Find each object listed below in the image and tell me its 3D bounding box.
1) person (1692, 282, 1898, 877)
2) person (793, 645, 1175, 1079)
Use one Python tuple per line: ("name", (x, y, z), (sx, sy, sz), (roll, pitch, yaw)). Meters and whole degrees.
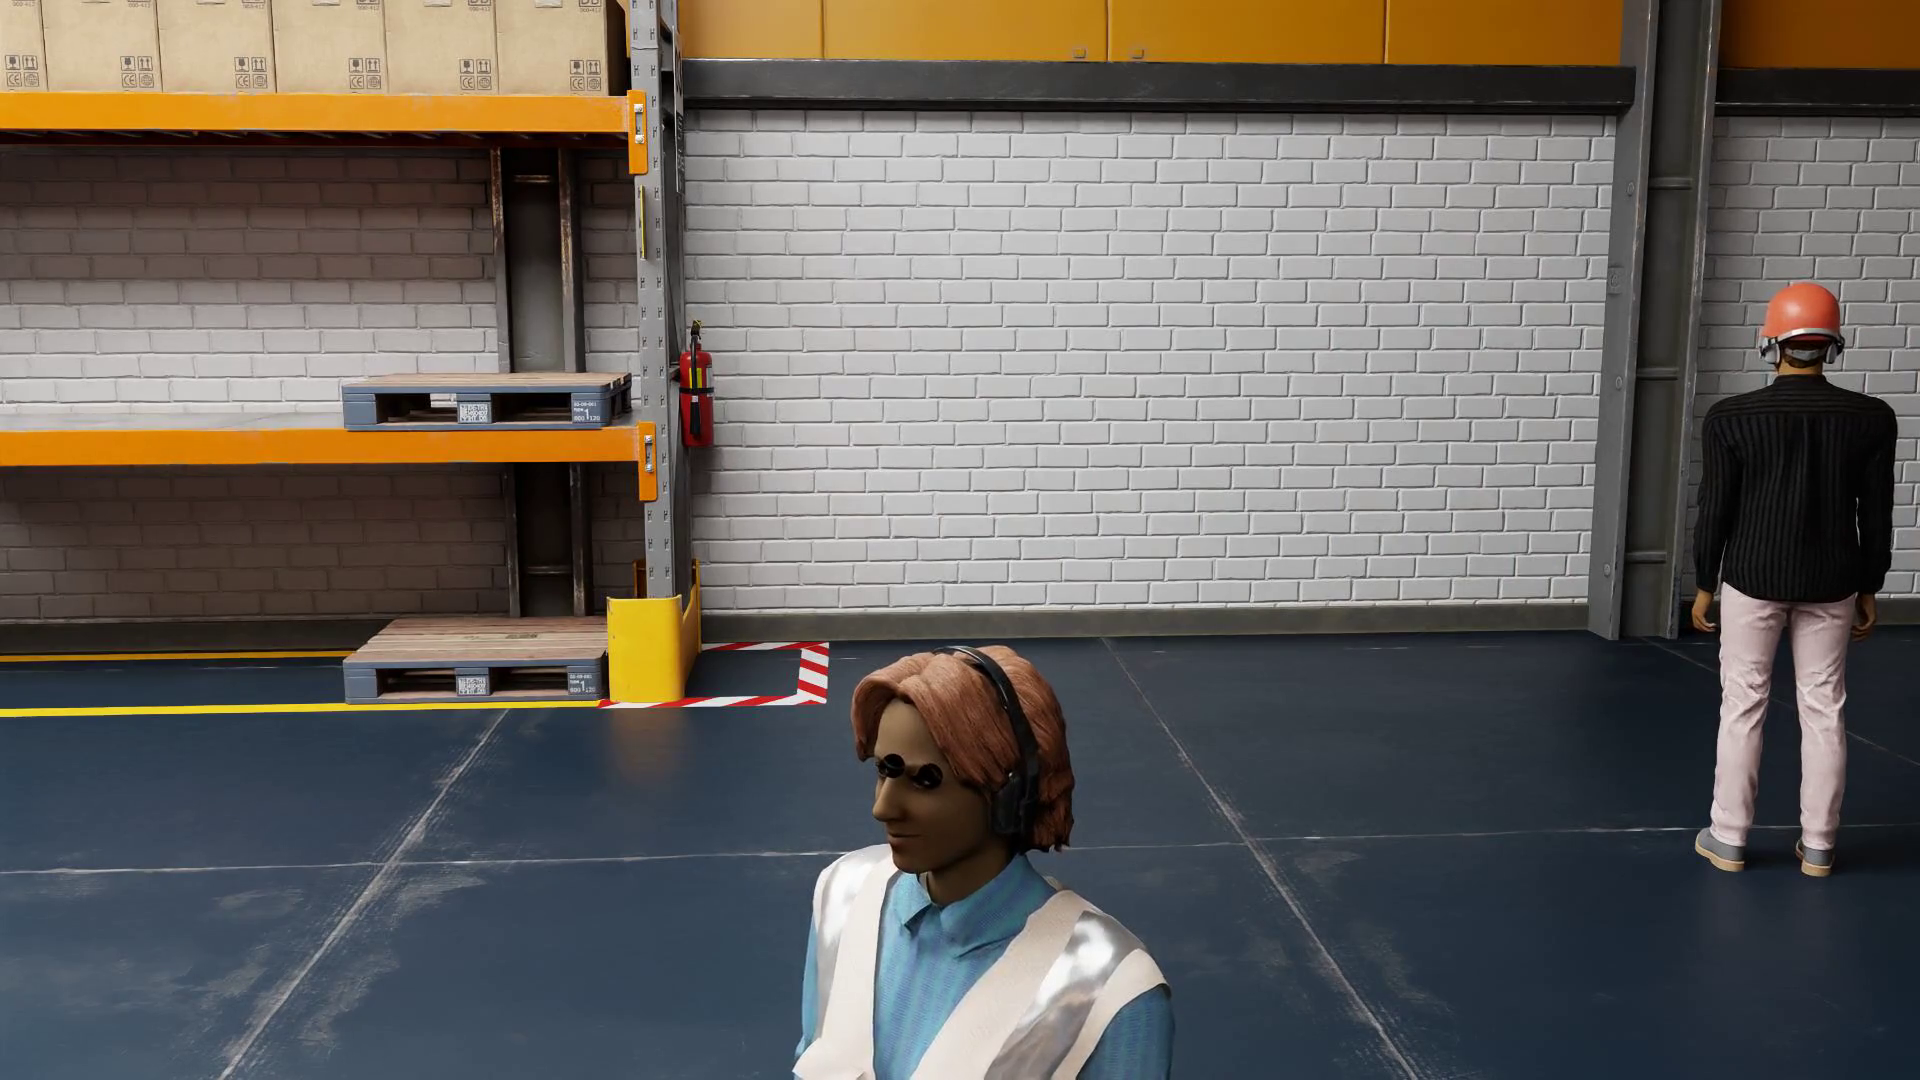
("person", (2.782, 0.143, 5.597), (0.611, 1.997, 0.375), (2, 9, 13))
("person", (0.006, 0.917, 1.853), (0.513, 1.641, 0.309), (8, 12, 40))
